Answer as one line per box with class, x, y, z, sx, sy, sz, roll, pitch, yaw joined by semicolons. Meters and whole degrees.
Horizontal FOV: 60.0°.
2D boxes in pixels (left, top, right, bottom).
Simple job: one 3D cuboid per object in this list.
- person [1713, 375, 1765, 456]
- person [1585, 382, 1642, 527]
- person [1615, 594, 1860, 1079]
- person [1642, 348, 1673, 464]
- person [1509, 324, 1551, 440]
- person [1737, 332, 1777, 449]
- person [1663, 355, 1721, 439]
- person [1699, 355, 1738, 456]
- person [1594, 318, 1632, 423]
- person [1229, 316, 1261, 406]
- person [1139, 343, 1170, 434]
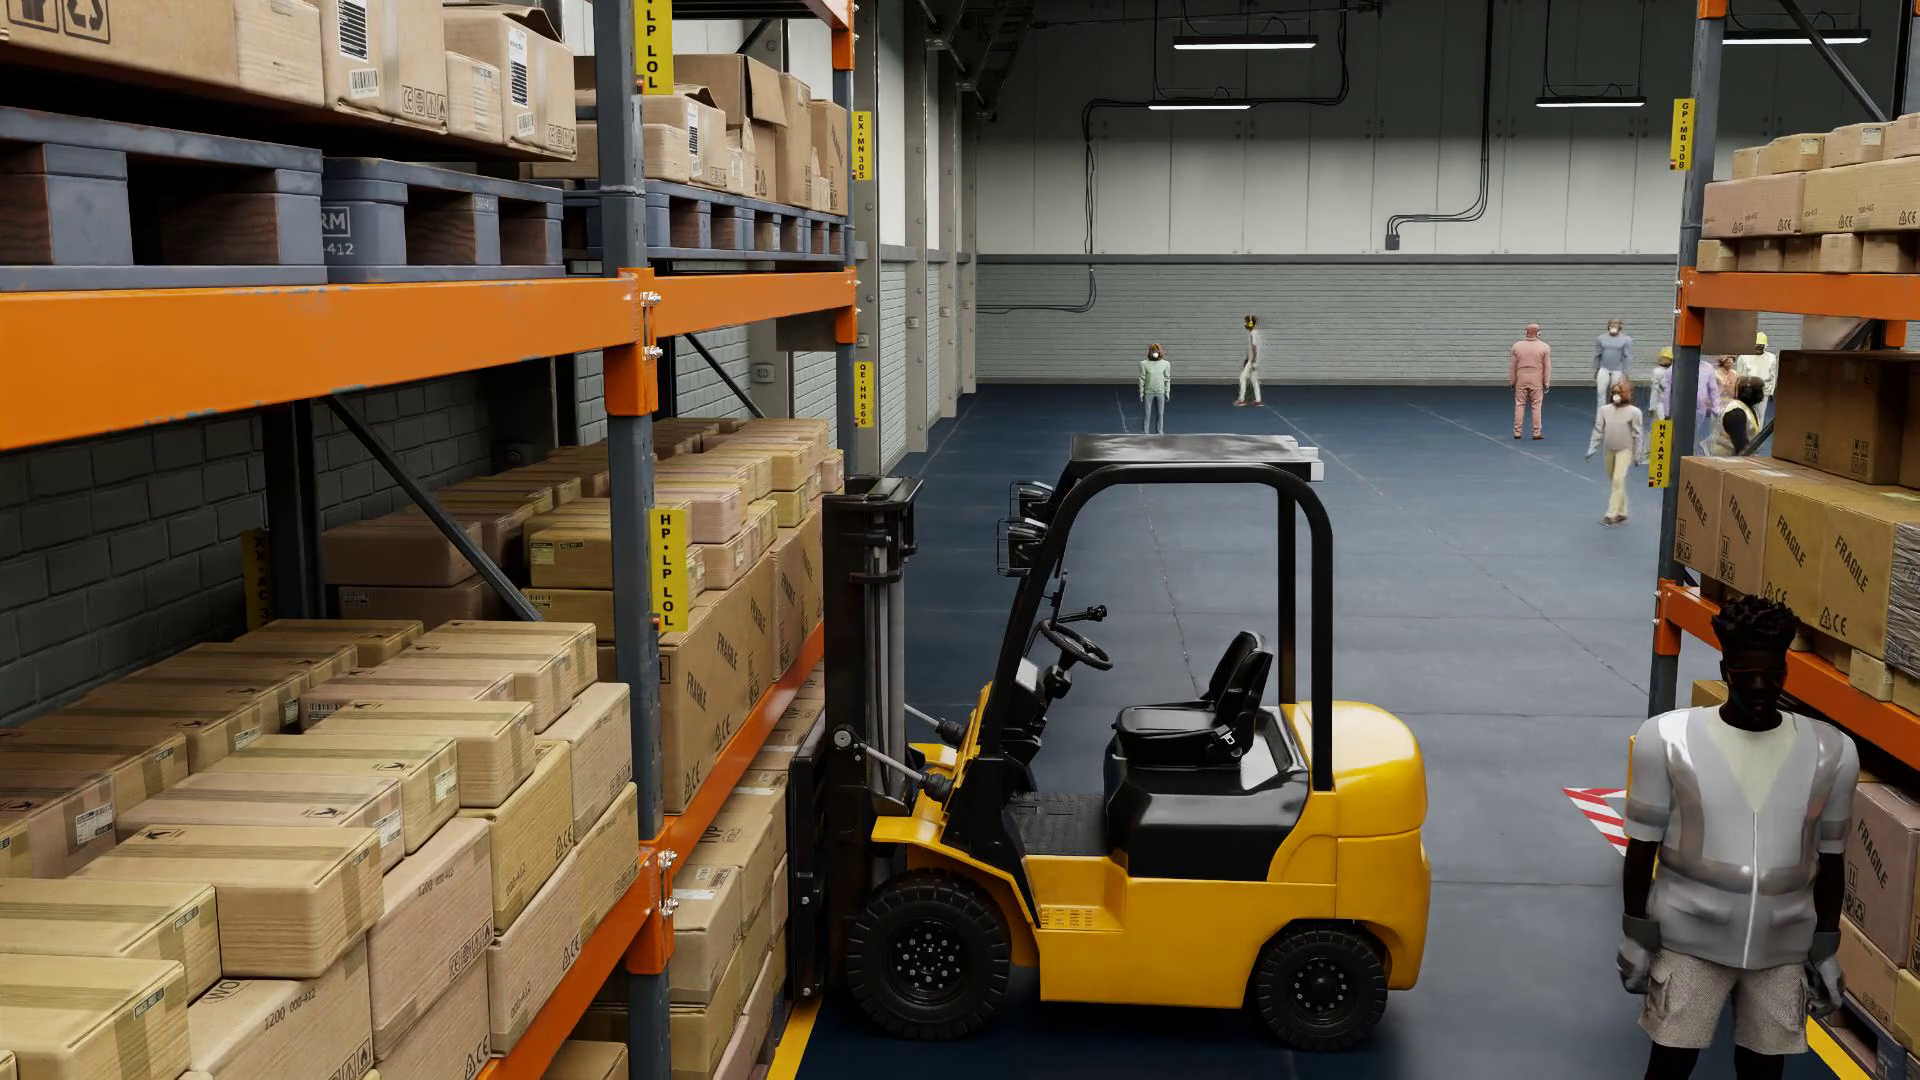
person;7.717;-0.725;16.417;0.997;1.786;0.642;8;12;39
person;7.169;-0.935;18.272;0.836;1.593;0.515;-7;12;-37
person;2.181;1.116;4.705;0.612;1.965;0.361;2;10;11
person;10.093;-1.889;23.671;0.507;1.697;0.770;-8;12;-41
person;9.410;-2.607;27.447;0.654;1.906;0.406;5;11;29
person;12.415;-2.322;25.954;0.592;1.828;0.404;1;9;9
person;9.781;-1.722;22.231;0.655;1.853;0.988;0;9;-2
person;11.009;-1.930;24.183;0.540;1.619;0.500;-5;10;-25
person;11.723;-3.028;29.964;0.663;1.907;0.855;6;11;32
person;5.822;-3.643;33.918;0.782;1.841;0.549;1;9;8
person;3.105;-2.327;26.577;0.505;1.633;0.279;0;9;-2
